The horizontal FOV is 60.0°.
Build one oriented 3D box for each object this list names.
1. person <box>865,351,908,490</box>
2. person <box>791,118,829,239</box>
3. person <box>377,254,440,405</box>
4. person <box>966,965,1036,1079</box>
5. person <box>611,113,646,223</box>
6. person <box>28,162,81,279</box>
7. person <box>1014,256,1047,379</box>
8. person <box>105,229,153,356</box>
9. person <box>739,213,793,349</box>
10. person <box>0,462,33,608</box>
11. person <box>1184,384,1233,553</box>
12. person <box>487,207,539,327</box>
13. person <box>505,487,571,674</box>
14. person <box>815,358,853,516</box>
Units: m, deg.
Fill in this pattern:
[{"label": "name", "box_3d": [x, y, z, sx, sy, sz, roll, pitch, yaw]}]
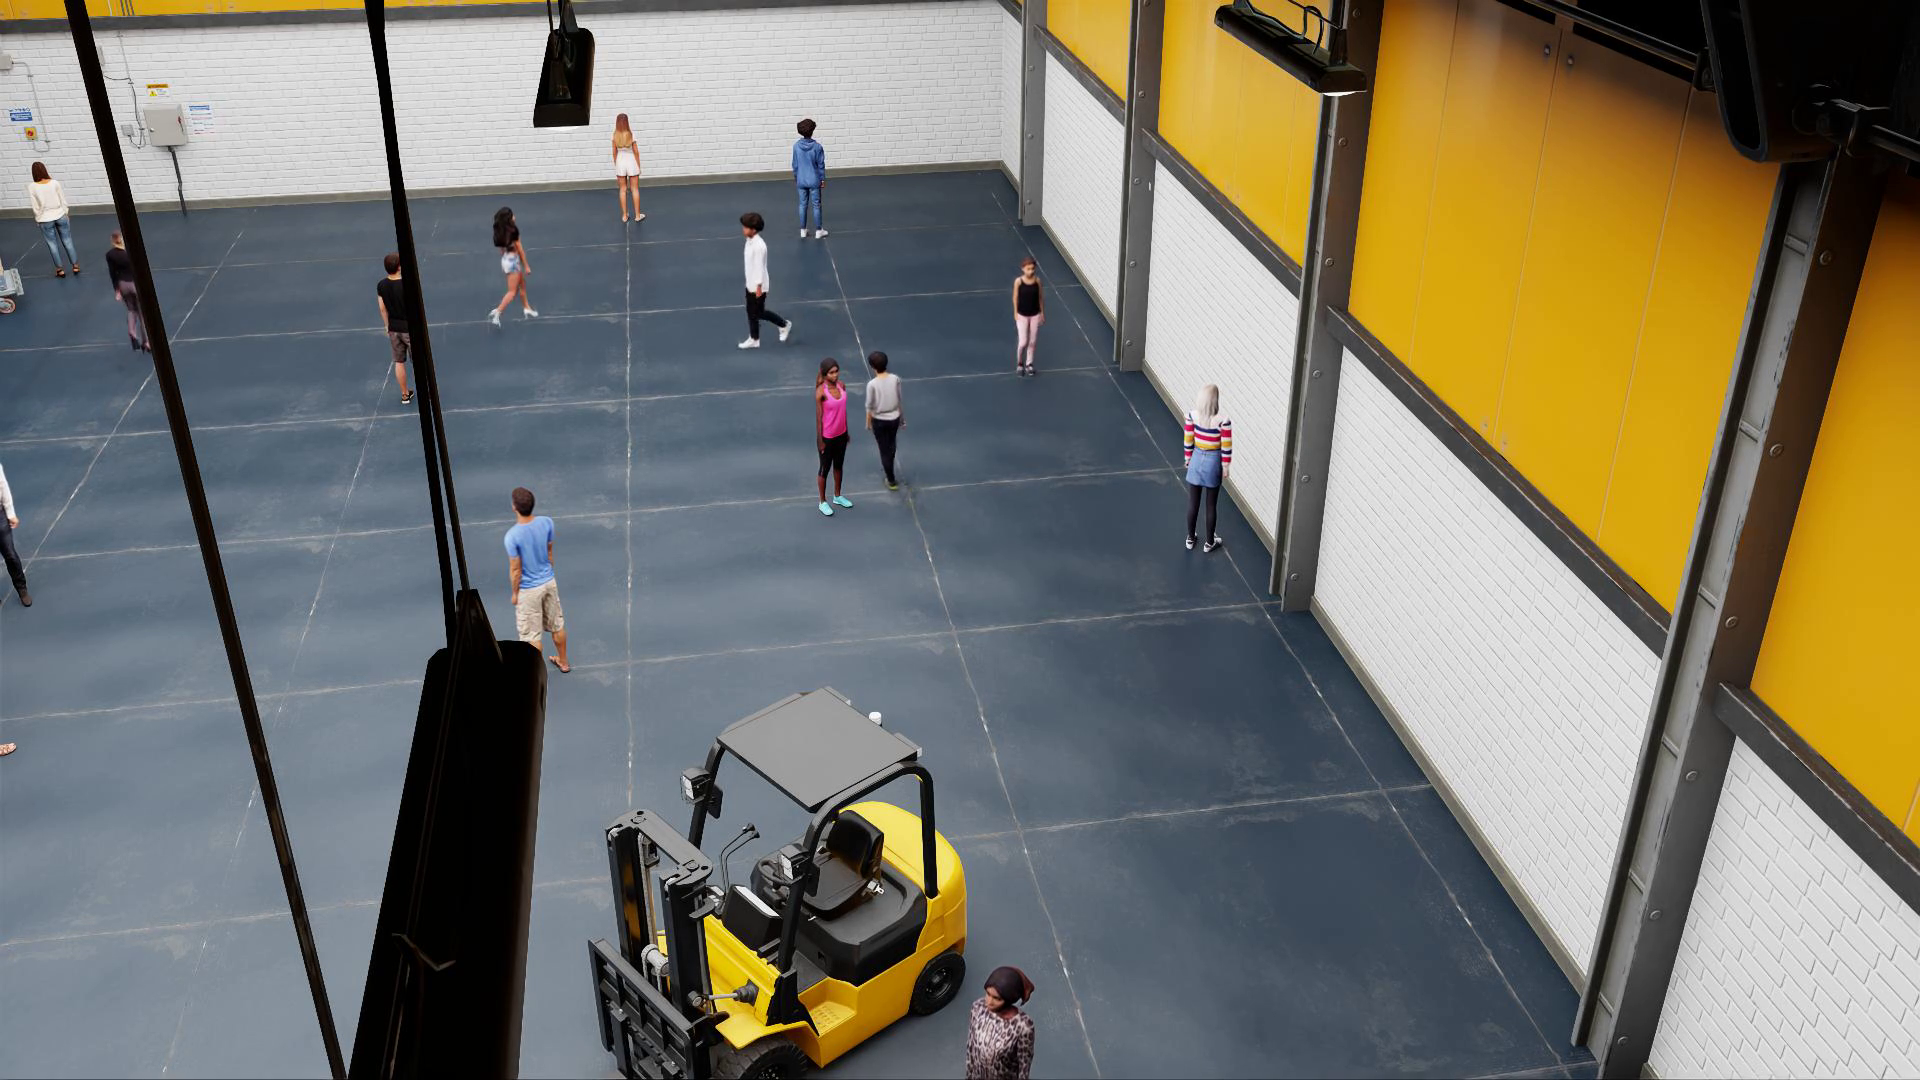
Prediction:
[{"label": "person", "box_3d": [-0.767, -1.258, 17.887, 0.722, 1.528, 0.834, -15, 32, -26]}, {"label": "person", "box_3d": [-2.308, -5.528, 25.421, 0.754, 1.808, 0.722, 8, 30, 14]}, {"label": "person", "box_3d": [-6.646, -2.522, 19.855, 0.754, 1.862, 0.707, 4, 29, 8]}, {"label": "person", "box_3d": [0.231, 3.148, 9.616, 0.680, 1.714, 0.742, 19, 34, 31]}, {"label": "person", "box_3d": [-5.242, -5.865, 26.156, 0.614, 1.697, 0.605, 1, 29, 2]}, {"label": "person", "box_3d": [-13.016, -4.605, 23.862, 0.690, 1.682, 0.685, -19, 34, -31]}, {"label": "person", "box_3d": [0.838, -2.808, 20.702, 0.529, 1.552, 0.579, -7, 29, -12]}, {"label": "person", "box_3d": [-10.548, -3.122, 21.164, 0.655, 1.662, 0.671, 1, 29, 1]}, {"label": "person", "box_3d": [-2.542, -3.334, 21.409, 0.822, 1.798, 0.938, -11, 31, -20]}, {"label": "person", "box_3d": [-9.145, -0.210, 15.608, 0.717, 1.870, 0.662, -15, 32, -25]}, {"label": "person", "box_3d": [2.458, -0.737, 16.639, 0.721, 1.808, 0.745, 14, 32, 25]}, {"label": "person", "box_3d": [-5.993, -3.584, 22.080, 0.963, 1.595, 1.023, -24, 36, -36]}, {"label": "person", "box_3d": [-3.700, 0.391, 14.513, 0.781, 1.864, 0.738, 22, 35, 34]}, {"label": "person", "box_3d": [-1.339, -1.109, 17.411, 0.663, 1.723, 0.696, -24, 36, -36]}]
